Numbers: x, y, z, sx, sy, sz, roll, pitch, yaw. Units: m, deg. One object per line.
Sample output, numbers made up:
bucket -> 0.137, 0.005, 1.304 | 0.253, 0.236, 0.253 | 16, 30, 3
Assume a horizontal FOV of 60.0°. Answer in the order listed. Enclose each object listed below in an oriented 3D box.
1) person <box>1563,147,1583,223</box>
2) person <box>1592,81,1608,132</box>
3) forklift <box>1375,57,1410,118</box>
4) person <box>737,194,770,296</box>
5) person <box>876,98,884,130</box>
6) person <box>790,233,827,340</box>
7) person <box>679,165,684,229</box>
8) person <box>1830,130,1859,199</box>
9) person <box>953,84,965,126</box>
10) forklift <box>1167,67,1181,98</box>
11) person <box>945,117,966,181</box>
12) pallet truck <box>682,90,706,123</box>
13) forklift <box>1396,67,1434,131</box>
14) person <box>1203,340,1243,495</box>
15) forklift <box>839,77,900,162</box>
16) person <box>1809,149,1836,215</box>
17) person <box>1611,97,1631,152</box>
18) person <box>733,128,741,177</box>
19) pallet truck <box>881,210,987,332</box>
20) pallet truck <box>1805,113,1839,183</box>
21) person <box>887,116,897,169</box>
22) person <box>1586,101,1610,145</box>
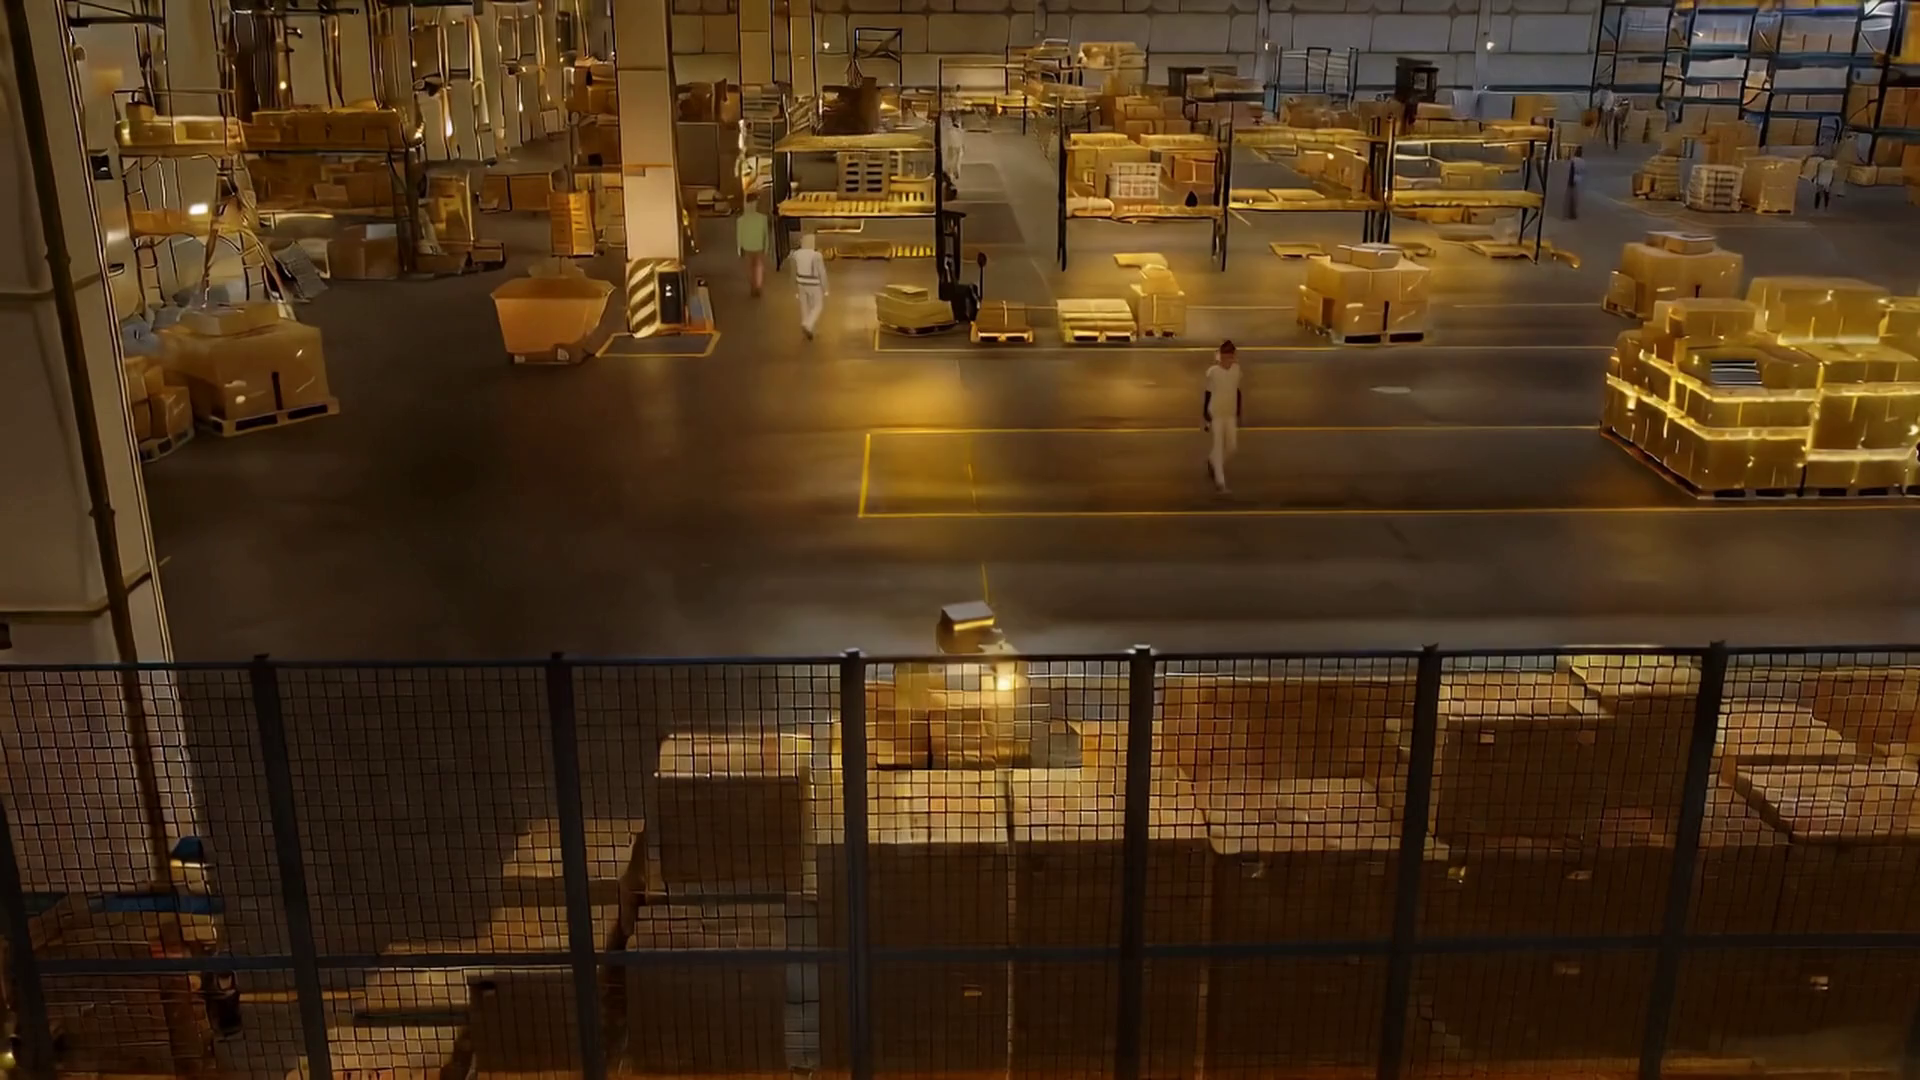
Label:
person -> 15.540, -8.984, 42.086 | 0.381, 1.875, 0.732 | 15, 23, 37
person -> 25.802, -17.481, 67.094 | 0.616, 1.993, 0.395 | 12, 22, 32
forklift -> 18.203, -18.491, 68.726 | 1.873, 2.768, 1.129 | -1, 19, -1
person -> -3.977, -5.655, 32.052 | 0.621, 1.973, 0.716 | -2, 19, -5
person -> -3.005, -14.642, 58.760 | 0.629, 1.940, 0.376 | -2, 19, -5
person -> -2.565, -4.265, 28.142 | 0.644, 1.828, 0.573 | 7, 20, 21
person -> -7.023, -8.553, 40.783 | 0.358, 1.881, 0.574 | 11, 22, 30
person -> 24.856, -10.552, 46.691 | 0.675, 1.890, 0.474 | -1, 19, -2
person -> -0.023, -17.246, 66.485 | 0.548, 1.937, 0.379 | -11, 21, -29
forklift -> 7.822, -15.879, 60.978 | 1.873, 2.768, 1.129 | -1, 19, -2
person -> -0.144, -12.014, 50.979 | 0.626, 1.927, 0.545 | -1, 19, -3
pallet truck -> -9.671, -15.907, 62.421 | 0.823, 1.965, 1.885 | 5, 19, 15
forklift -> 16.949, -16.123, 61.702 | 1.129, 2.768, 1.873 | -1, 19, -2
person -> 3.117, -1.504, 19.921 | 0.517, 1.854, 0.649 | -6, 20, -18
forklift -> -2.996, -13.906, 55.124 | 1.873, 2.768, 1.129 | 4, 19, 11
person -> 22.519, -9.335, 43.383 | 0.541, 1.698, 0.315 | -1, 19, -3
person -> 23.563, -14.852, 59.415 | 0.636, 1.917, 0.716 | 2, 19, 6
person -> -6.723, -12.205, 51.762 | 0.527, 1.801, 0.984 | 16, 24, 39
pallet truck -> -0.493, -4.759, 29.349 | 1.885, 1.965, 0.823 | -13, 23, -34
pallet truck -> 26.403, -11.957, 50.702 | 0.823, 1.965, 1.885 | 6, 19, 16
person -> -2.121, -12.720, 53.385 | 0.463, 1.726, 0.507 | -9, 21, -25
person -> 23.752, -15.477, 61.749 | 0.829, 1.606, 0.524 | 4, 19, 11
